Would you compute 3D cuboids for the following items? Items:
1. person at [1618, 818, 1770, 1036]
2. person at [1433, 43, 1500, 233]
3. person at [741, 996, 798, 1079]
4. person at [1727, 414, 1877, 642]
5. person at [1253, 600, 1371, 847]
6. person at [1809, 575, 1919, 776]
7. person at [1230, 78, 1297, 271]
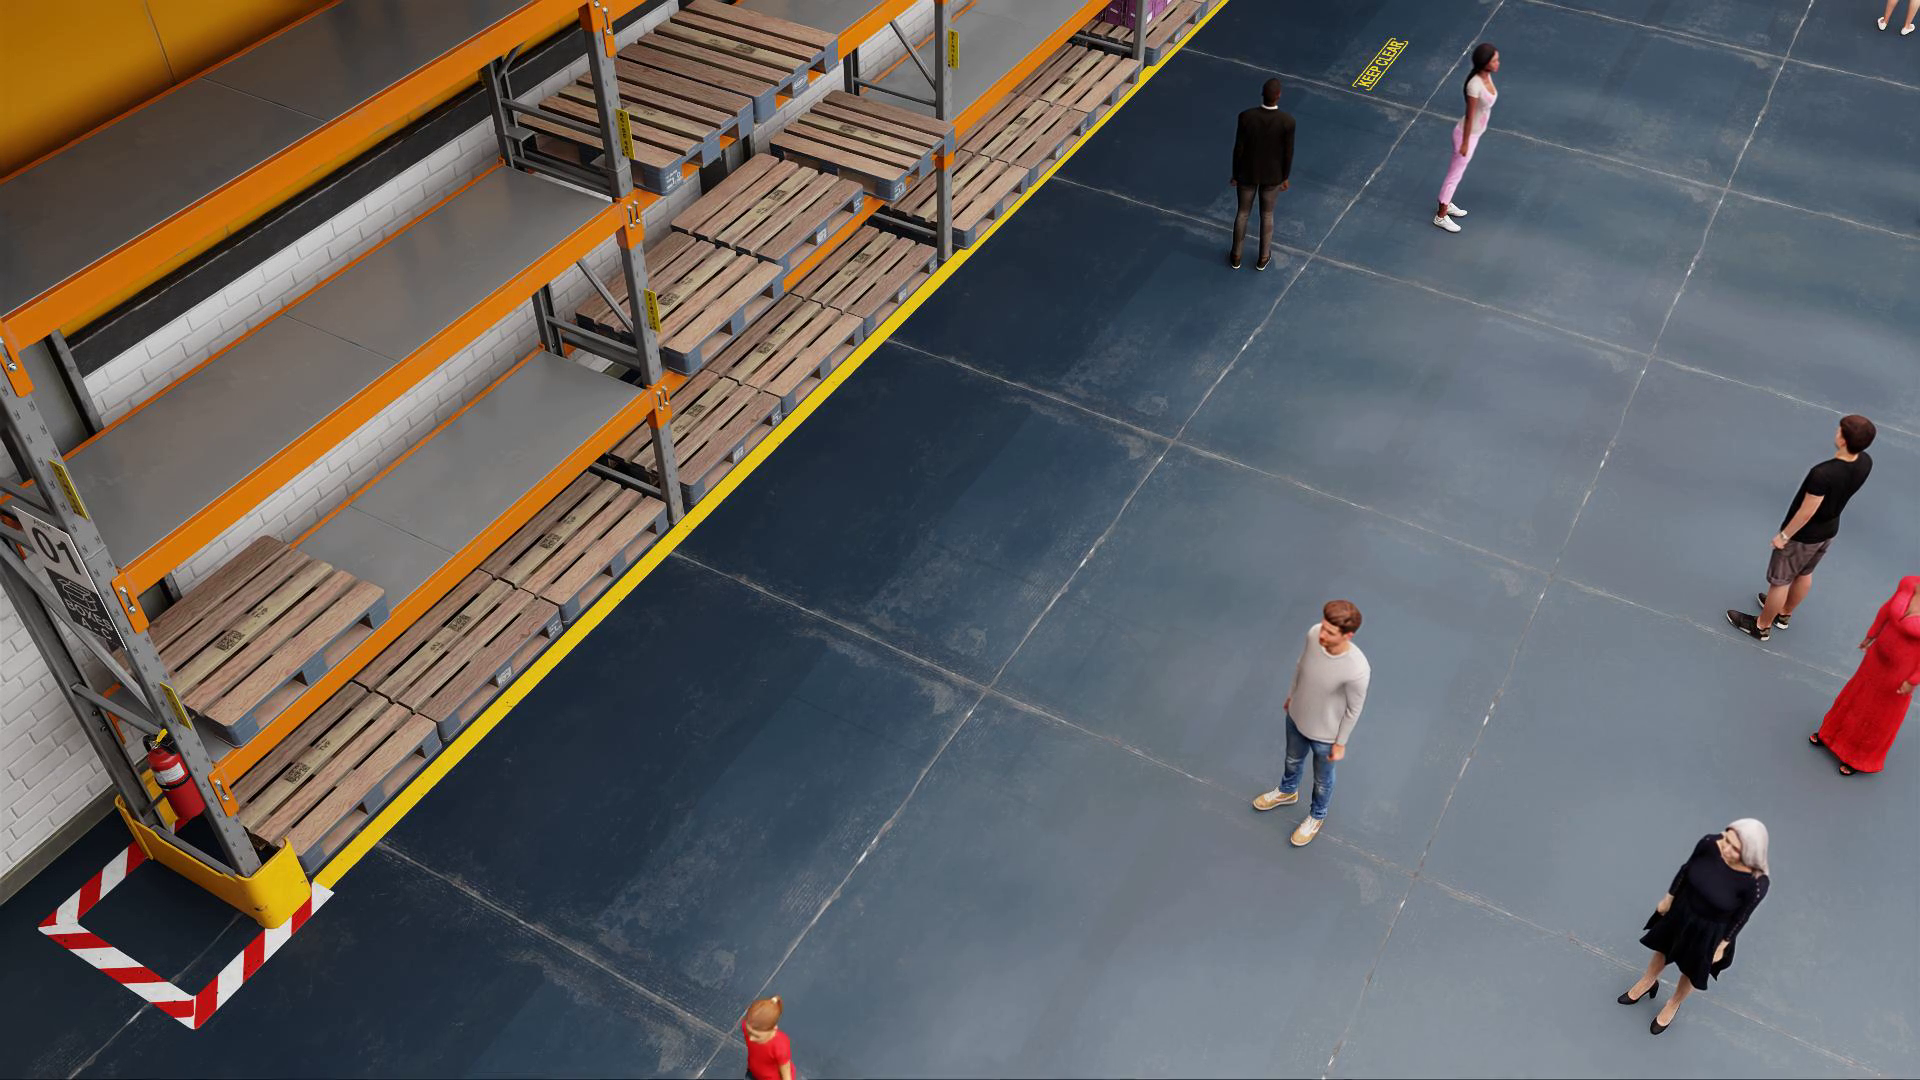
[{"bbox_3d":[3.940,2.054,8.886,0.712,1.747,0.695,-23,48,-23],"label":"person"},{"bbox_3d":[4.531,-3.610,14.836,0.636,1.740,0.457,19,47,19],"label":"person"},{"bbox_3d":[-0.920,2.697,8.539,0.557,1.293,0.795,27,50,26],"label":"person"},{"bbox_3d":[5.645,-0.078,11.040,0.708,1.862,0.831,-21,47,-21],"label":"person"},{"bbox_3d":[2.125,1.049,9.827,0.735,1.905,0.744,-25,49,-24],"label":"person"},{"bbox_3d":[5.753,0.758,10.220,0.770,1.784,0.720,-13,45,-14],"label":"person"},{"bbox_3d":[2.582,-3.137,14.296,0.726,1.800,0.676,8,44,8],"label":"person"}]
